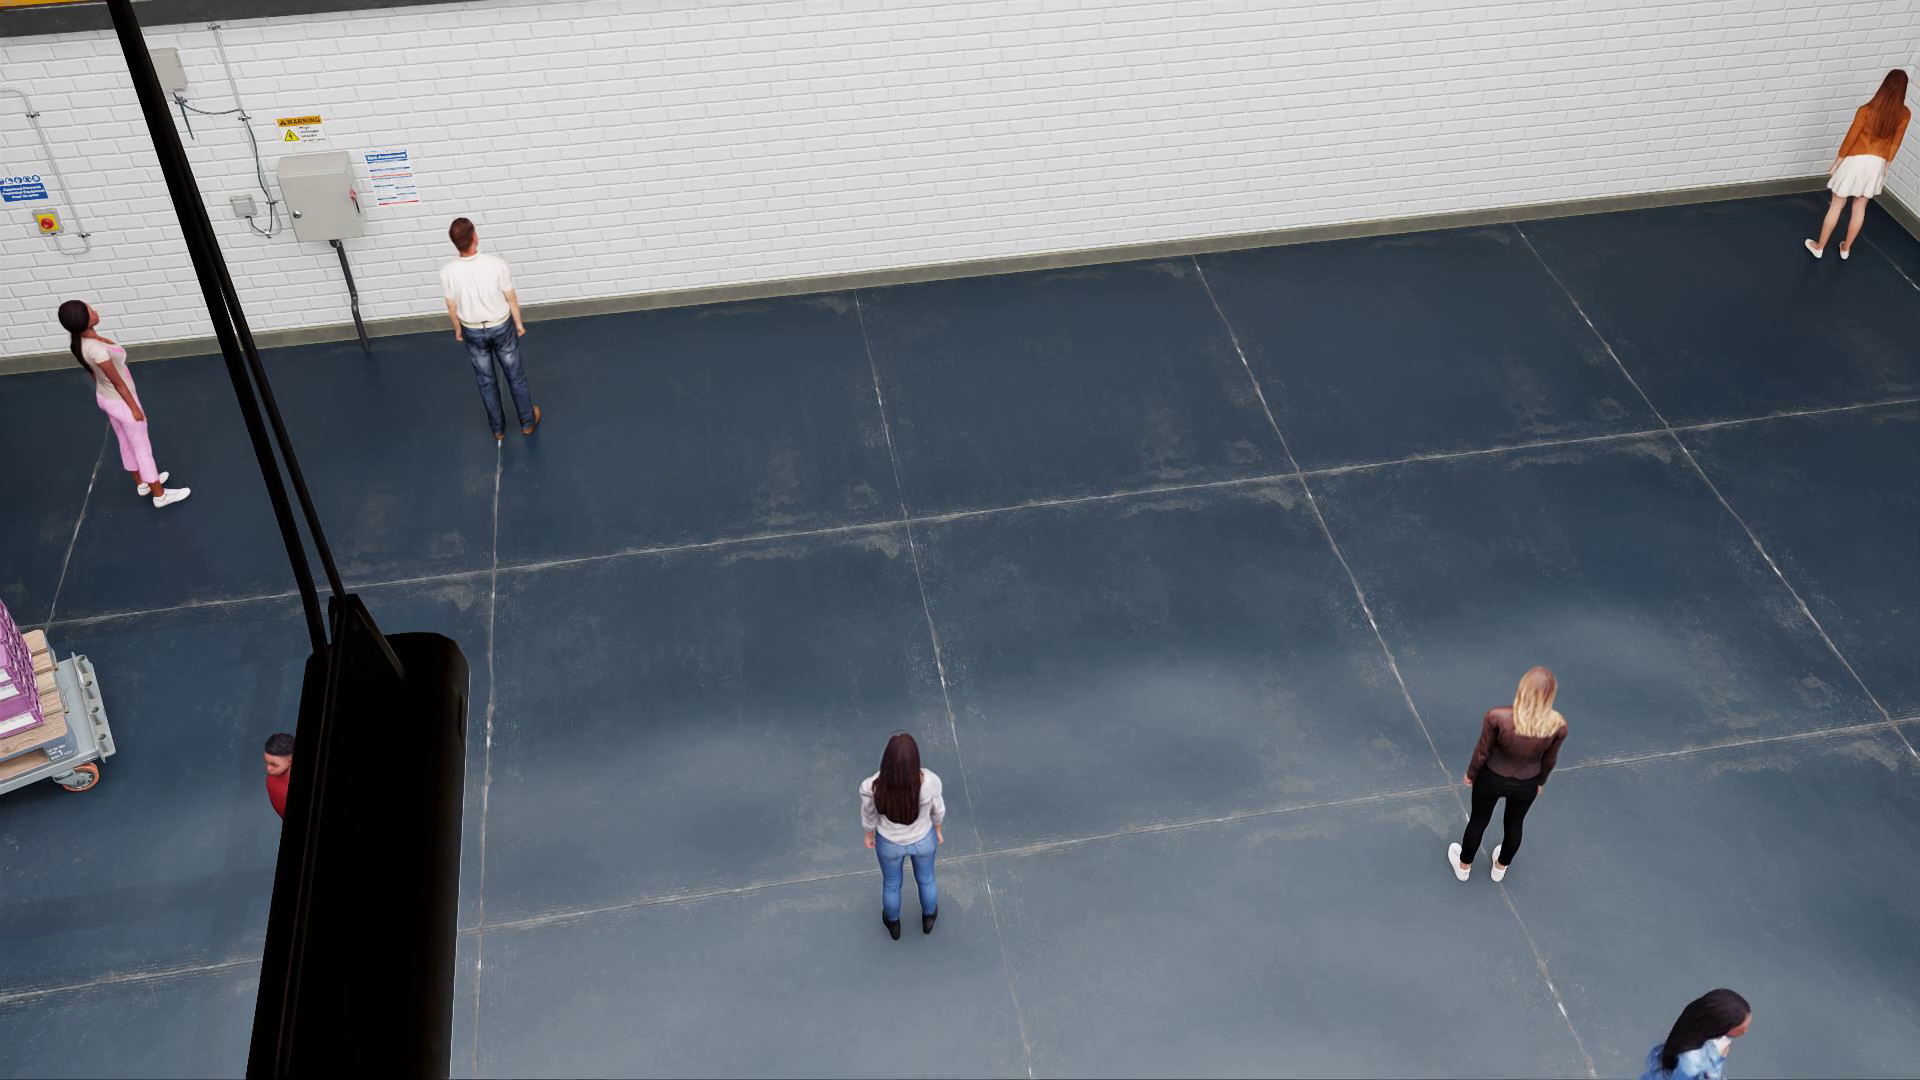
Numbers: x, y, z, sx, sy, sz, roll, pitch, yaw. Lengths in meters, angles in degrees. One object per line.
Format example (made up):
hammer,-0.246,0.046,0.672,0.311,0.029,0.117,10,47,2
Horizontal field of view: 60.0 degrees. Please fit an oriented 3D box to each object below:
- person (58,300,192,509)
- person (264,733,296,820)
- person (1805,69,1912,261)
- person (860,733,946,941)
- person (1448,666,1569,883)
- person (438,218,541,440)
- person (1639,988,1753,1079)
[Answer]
person,-5.958,-0.976,11.772,0.637,1.741,0.714,30,51,28
person,-3.729,1.530,9.494,0.579,1.255,0.632,23,48,22
person,7.646,-3.169,14.090,0.692,1.719,0.669,5,44,5
person,-0.295,1.639,9.106,0.599,1.633,0.502,-6,44,-6
person,3.083,1.345,9.364,0.656,1.703,0.610,6,44,6
person,-3.488,-1.542,12.287,0.658,1.850,0.545,-8,44,-8
person,3.337,2.613,8.039,0.887,1.694,0.843,15,46,15
